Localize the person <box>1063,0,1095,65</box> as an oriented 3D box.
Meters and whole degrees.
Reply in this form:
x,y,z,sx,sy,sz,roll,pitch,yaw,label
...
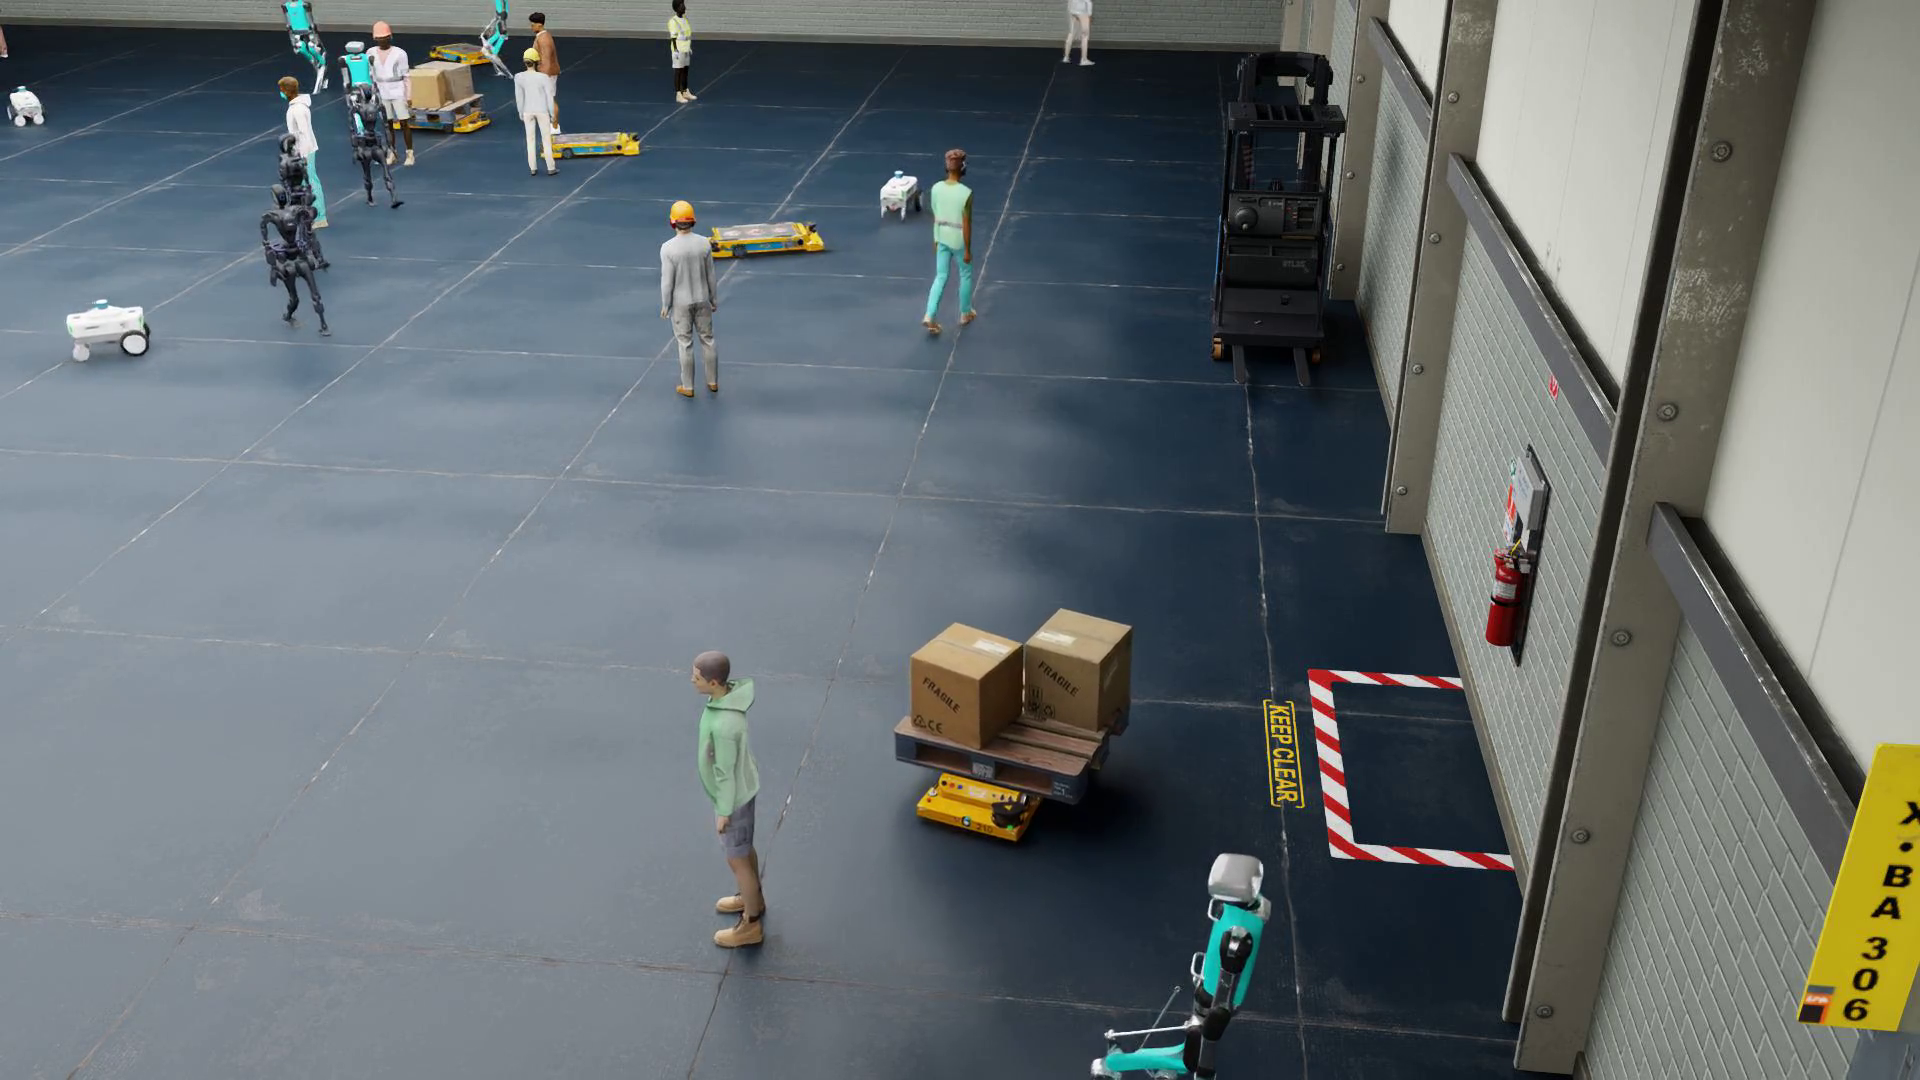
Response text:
x,y,z,sx,sy,sz,roll,pitch,yaw,label
2.189,-9.773,30.884,0.599,1.865,0.388,19,32,33,person

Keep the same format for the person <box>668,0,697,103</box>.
x,y,z,sx,sy,sz,roll,pitch,yaw,label
-4.682,-8.244,27.998,0.318,1.699,0.534,10,28,19,person

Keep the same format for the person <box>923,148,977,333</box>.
x,y,z,sx,sy,sz,roll,pitch,yaw,label
-0.098,-3.156,17.570,0.496,1.944,0.916,14,30,25,person

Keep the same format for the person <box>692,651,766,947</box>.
x,y,z,sx,sy,sz,roll,pitch,yaw,label
-1.212,1.353,8.809,0.315,1.734,0.478,-4,27,-7,person

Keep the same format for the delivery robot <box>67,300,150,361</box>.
x,y,z,sx,sy,sz,roll,pitch,yaw,label
-8.778,-2.175,17.181,0.812,0.611,0.499,-11,29,-21,delivery robot

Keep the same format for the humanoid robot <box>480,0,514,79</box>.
x,y,z,sx,sy,sz,roll,pitch,yaw,label
-8.356,-9.124,29.724,0.707,1.804,0.552,-10,28,-19,humanoid robot

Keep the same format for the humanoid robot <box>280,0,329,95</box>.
x,y,z,sx,sy,sz,roll,pitch,yaw,label
-11.159,-8.580,28.683,0.558,1.815,0.901,4,27,7,humanoid robot

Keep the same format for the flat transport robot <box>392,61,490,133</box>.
x,y,z,sx,sy,sz,roll,pitch,yaw,label
-8.302,-6.669,26.452,1.431,0.231,0.659,5,27,10,flat transport robot

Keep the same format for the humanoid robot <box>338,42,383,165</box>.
x,y,z,sx,sy,sz,roll,pitch,yaw,label
-8.546,-6.190,23.794,0.546,1.749,0.683,-4,27,-8,humanoid robot

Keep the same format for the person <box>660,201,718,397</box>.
x,y,z,sx,sy,sz,roll,pitch,yaw,label
-2.592,-2.298,15.913,0.569,1.896,0.375,-14,30,-26,person

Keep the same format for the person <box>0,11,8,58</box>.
x,y,z,sx,sy,sz,roll,pitch,yaw,label
-18.421,-10.023,31.325,0.403,1.903,0.644,19,32,33,person

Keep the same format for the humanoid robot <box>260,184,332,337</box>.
x,y,z,sx,sy,sz,roll,pitch,yaw,label
-7.033,-2.963,17.533,0.589,1.631,0.665,-22,34,-37,humanoid robot

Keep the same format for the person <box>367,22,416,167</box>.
x,y,z,sx,sy,sz,roll,pitch,yaw,label
-8.203,-6.403,23.953,0.619,2.041,0.389,3,27,5,person

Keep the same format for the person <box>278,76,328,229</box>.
x,y,z,sx,sy,sz,roll,pitch,yaw,label
-8.345,-4.934,21.155,0.375,1.914,0.489,-10,28,-20,person

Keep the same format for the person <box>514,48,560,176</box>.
x,y,z,sx,sy,sz,roll,pitch,yaw,label
-5.996,-6.058,23.561,0.532,1.767,0.320,2,27,3,person

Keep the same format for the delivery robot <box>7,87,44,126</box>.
x,y,z,sx,sy,sz,roll,pitch,yaw,label
-15.054,-6.996,26.778,0.525,0.587,0.757,-18,32,-32,delivery robot

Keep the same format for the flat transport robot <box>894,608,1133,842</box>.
x,y,z,sx,sy,sz,roll,pitch,yaw,label
0.321,1.356,10.432,0.659,0.231,1.431,11,29,21,flat transport robot

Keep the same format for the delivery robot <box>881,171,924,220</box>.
x,y,z,sx,sy,sz,roll,pitch,yaw,label
-0.795,-4.564,21.909,0.499,0.575,0.754,6,27,12,delivery robot

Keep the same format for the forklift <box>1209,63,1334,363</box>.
x,y,z,sx,sy,sz,roll,pitch,yaw,label
3.241,-3.477,17.183,1.129,2.768,1.873,3,27,6,forklift

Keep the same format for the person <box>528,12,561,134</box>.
x,y,z,sx,sy,sz,roll,pitch,yaw,label
-6.424,-7.268,25.891,0.412,1.846,0.790,-8,28,-15,person

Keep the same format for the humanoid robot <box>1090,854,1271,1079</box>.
x,y,z,sx,sy,sz,roll,pitch,yaw,label
0.940,2.112,7.304,1.022,1.745,0.542,7,27,13,humanoid robot

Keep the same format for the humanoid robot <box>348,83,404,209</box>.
x,y,z,sx,sy,sz,roll,pitch,yaw,label
-7.736,-5.178,21.929,0.599,1.629,0.734,-23,34,-38,humanoid robot

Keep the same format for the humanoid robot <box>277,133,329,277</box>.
x,y,z,sx,sy,sz,roll,pitch,yaw,label
-7.745,-3.909,19.388,0.590,1.633,0.686,18,32,31,humanoid robot

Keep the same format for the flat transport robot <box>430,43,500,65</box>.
x,y,z,sx,sy,sz,roll,pitch,yaw,label
-9.393,-9.210,31.525,1.431,0.231,0.659,23,35,38,flat transport robot

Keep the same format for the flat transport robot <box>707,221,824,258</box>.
x,y,z,sx,sy,sz,roll,pitch,yaw,label
-2.446,-3.705,20.535,1.431,0.231,0.659,-6,27,-13,flat transport robot

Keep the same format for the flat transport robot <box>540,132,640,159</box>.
x,y,z,sx,sy,sz,roll,pitch,yaw,label
-5.546,-5.919,24.955,1.431,0.231,0.659,-4,27,-8,flat transport robot
